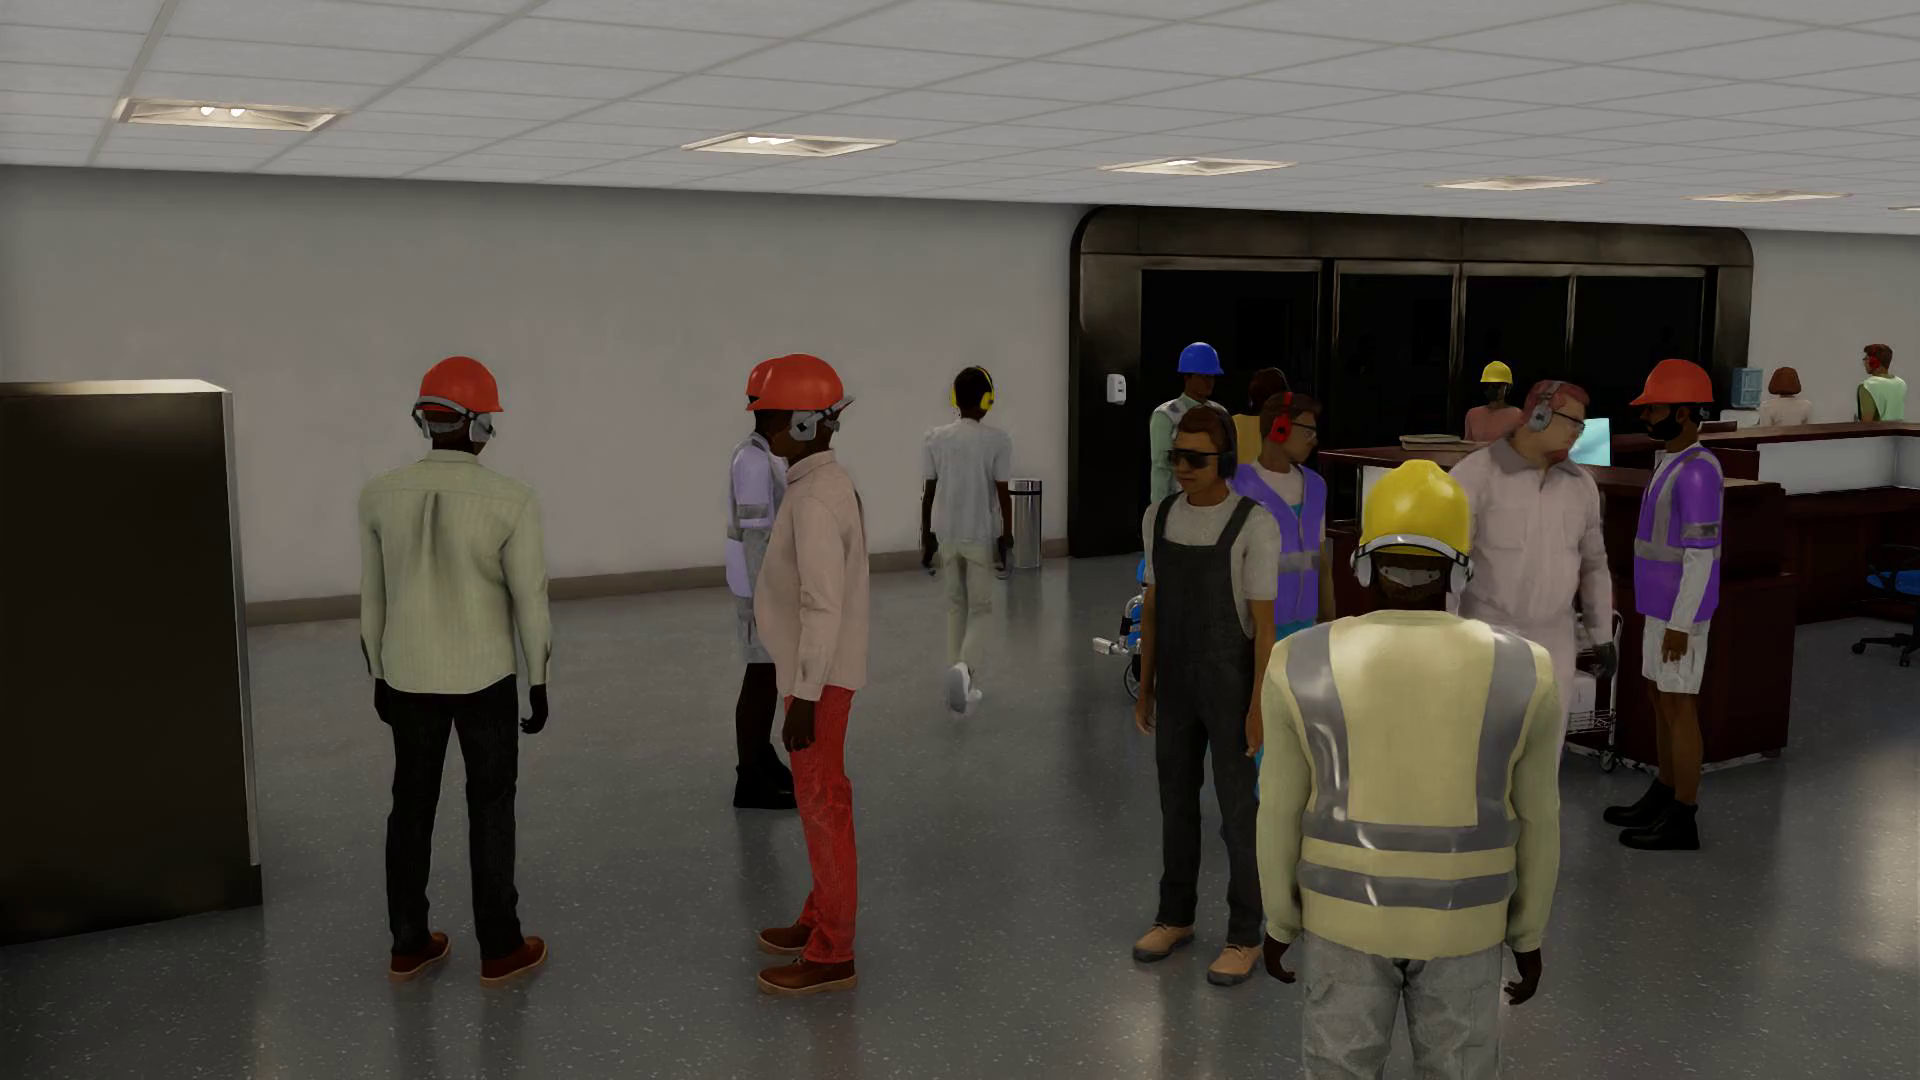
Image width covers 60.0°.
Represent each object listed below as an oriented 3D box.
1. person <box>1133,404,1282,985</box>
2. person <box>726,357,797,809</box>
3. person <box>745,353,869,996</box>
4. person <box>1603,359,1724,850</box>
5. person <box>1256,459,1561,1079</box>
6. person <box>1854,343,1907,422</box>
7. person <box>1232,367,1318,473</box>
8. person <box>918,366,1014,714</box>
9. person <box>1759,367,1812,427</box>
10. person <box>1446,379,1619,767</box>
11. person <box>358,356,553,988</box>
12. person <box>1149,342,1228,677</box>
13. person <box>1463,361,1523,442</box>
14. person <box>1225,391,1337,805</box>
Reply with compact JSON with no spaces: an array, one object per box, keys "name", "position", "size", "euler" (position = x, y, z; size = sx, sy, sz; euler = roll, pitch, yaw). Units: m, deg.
[{"name":"person","position":[0.782,0.483,5.318],"size":[0.504,1.837,0.345],"euler":[7,11,42]},{"name":"person","position":[-0.805,0.182,7.174],"size":[0.389,1.928,0.549],"euler":[0,8,3]},{"name":"person","position":[-0.471,0.416,5.230],"size":[0.376,1.995,0.609],"euler":[-1,8,-4]},{"name":"person","position":[2.803,0.256,6.593],"size":[0.358,1.938,0.548],"euler":[2,8,12]},{"name":"person","position":[0.899,0.752,3.387],"size":[0.590,1.833,0.404],"euler":[1,8,10]},{"name":"person","position":[7.930,-0.772,14.380],"size":[0.575,1.841,0.374],"euler":[-5,9,-31]},{"name":"person","position":[1.593,0.011,8.760],"size":[0.627,1.835,0.429],"euler":[4,9,29]},{"name":"person","position":[0.013,0.014,8.721],"size":[0.537,1.846,0.660],"euler":[3,8,19]},{"name":"person","position":[7.182,-0.693,14.548],"size":[0.502,1.636,0.280],"euler":[-2,8,-11]},{"name":"person","position":[2.096,0.347,6.193],"size":[0.689,1.875,0.511],"euler":[-1,8,-9]},{"name":"person","position":[-1.589,0.415,5.296],"size":[0.622,1.987,0.421],"euler":[1,8,8]},{"name":"person","position":[1.338,-0.162,9.582],"size":[0.607,1.947,0.406],"euler":[-7,10,-40]},{"name":"person","position":[3.800,-0.390,11.881],"size":[0.306,1.772,0.527],"euler":[-7,11,-42]},{"name":"person","position":[1.226,0.351,6.333],"size":[0.594,1.817,0.513],"euler":[-7,10,-40]}]
